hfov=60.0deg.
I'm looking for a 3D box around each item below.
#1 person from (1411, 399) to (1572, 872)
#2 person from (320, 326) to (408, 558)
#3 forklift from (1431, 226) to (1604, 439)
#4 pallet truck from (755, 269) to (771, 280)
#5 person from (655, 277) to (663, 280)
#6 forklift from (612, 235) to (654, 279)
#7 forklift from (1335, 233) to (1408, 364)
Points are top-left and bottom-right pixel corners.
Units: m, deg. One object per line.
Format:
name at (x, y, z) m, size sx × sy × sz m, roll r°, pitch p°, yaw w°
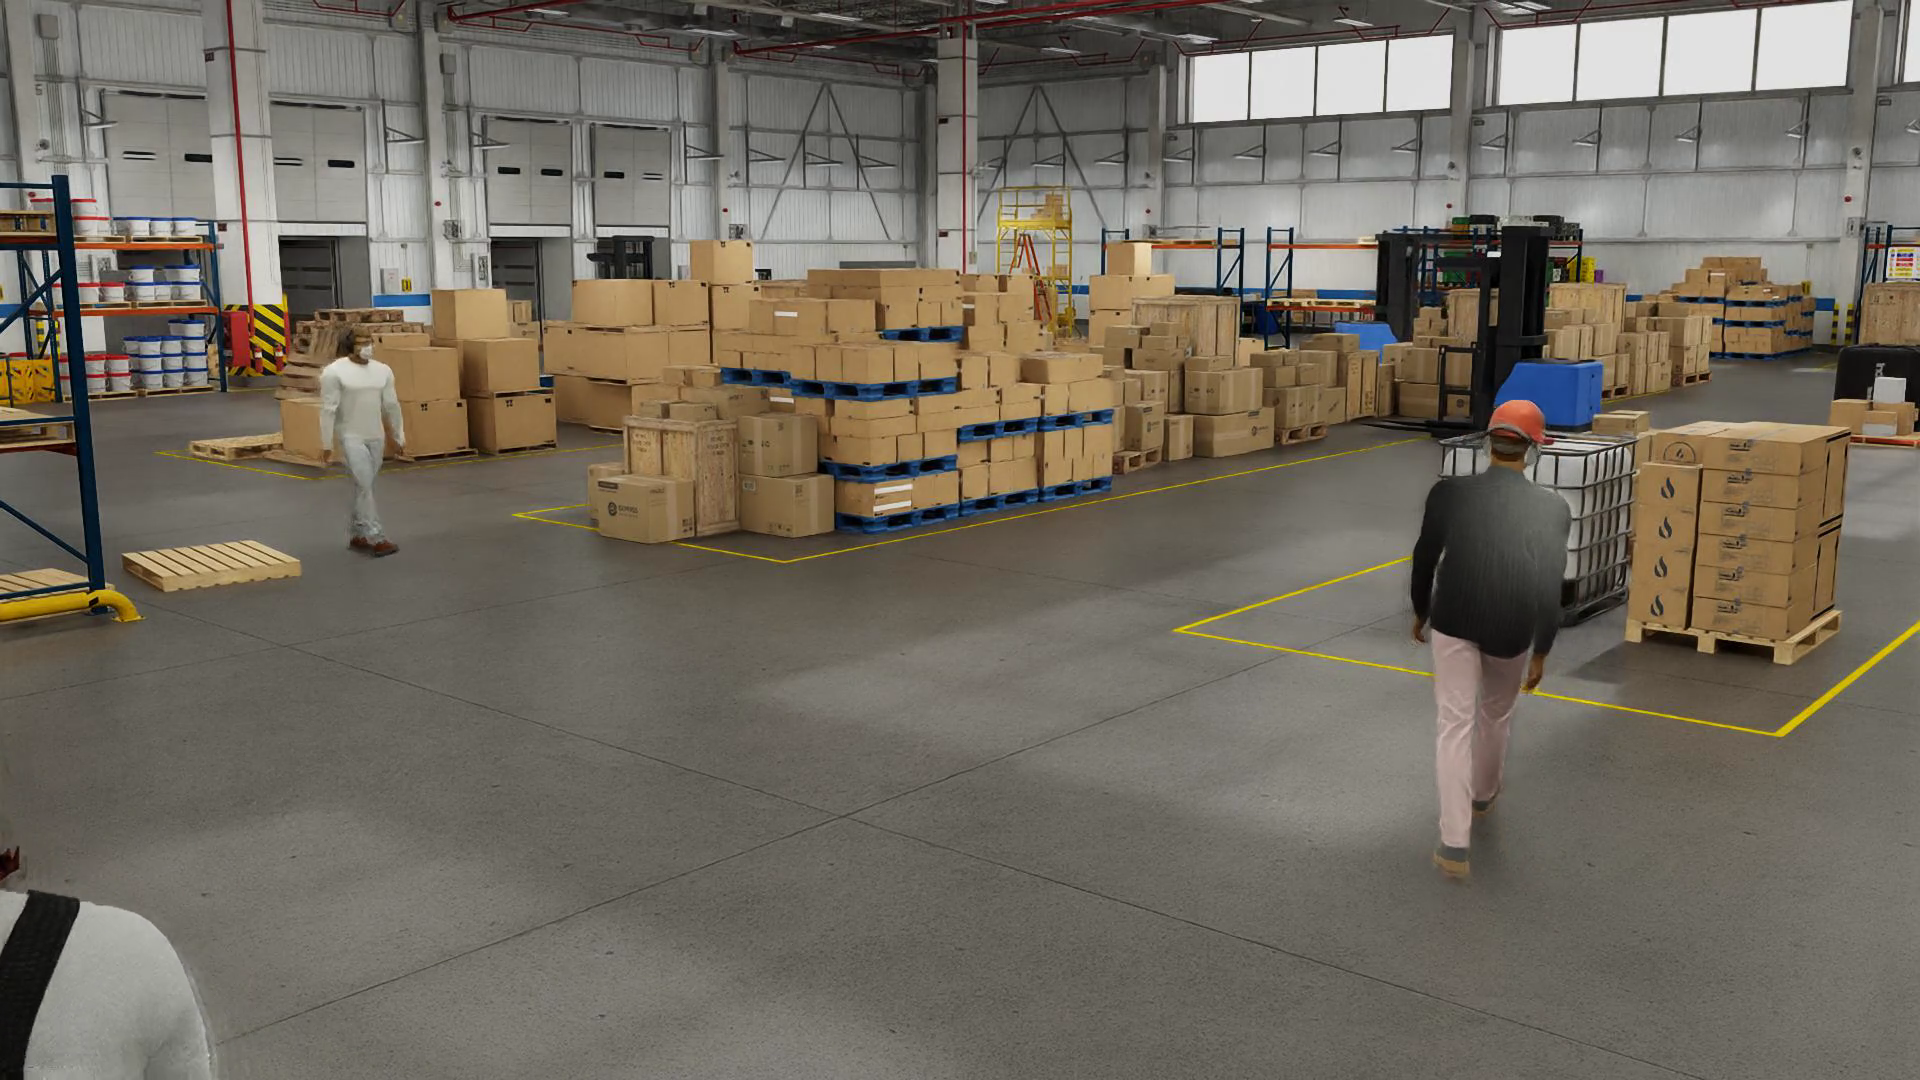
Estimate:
person at (2.223, 0.370, 7.022) m, size 0.620 × 1.919 × 1.088 m, roll 3°, pitch 10°, yaw 17°
person at (-4.842, -0.799, 13.713) m, size 0.928 × 1.901 × 0.661 m, roll 7°, pitch 12°, yaw 36°
forklift at (7.339, -2.688, 21.696) m, size 1.873 × 2.768 × 1.129 m, roll 8°, pitch 13°, yaw 40°
pallet truck at (-4.996, -6.432, 45.525) m, size 1.885 × 1.965 × 0.823 m, roll -6°, pitch 12°, yaw -32°
person at (-6.507, -4.724, 36.019) m, size 0.639 × 1.927 × 0.387 m, roll -5°, pitch 11°, yaw -26°
forklift at (-7.300, -5.450, 37.421) m, size 1.873 × 2.768 × 1.129 m, roll 8°, pitch 13°, yaw 40°
forklift at (8.384, -4.593, 32.542) m, size 1.873 × 2.768 × 1.129 m, roll -1°, pitch 10°, yaw -4°
